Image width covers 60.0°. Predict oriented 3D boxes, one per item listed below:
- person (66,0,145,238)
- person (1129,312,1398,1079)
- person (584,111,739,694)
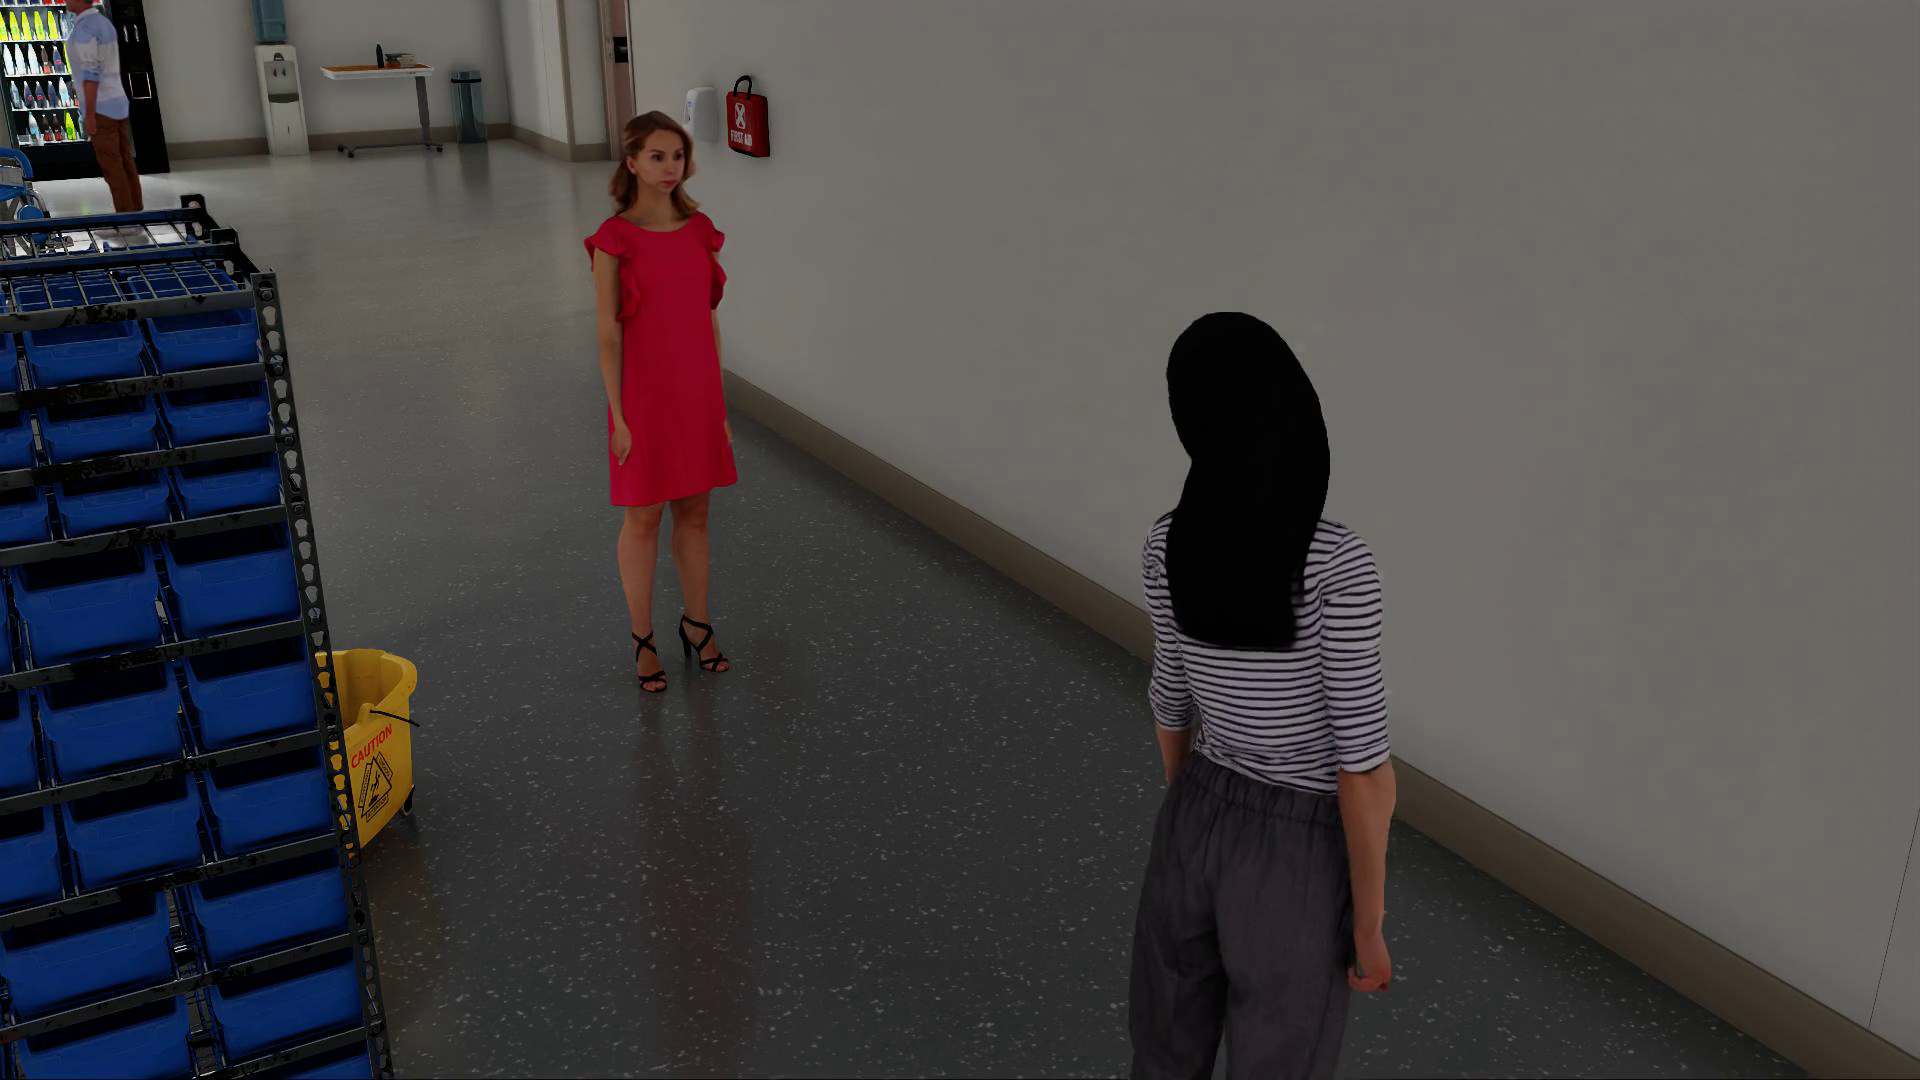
[{"bbox_3d":[-6.207,-3.151,12.067,0.710,1.827,0.755,-3,21,-9],"label":"person"},{"bbox_3d":[0.459,0.539,2.491,0.591,1.710,0.754,-9,23,-23],"label":"person"},{"bbox_3d":[-0.878,-0.400,4.942,0.512,1.729,0.654,-15,25,-35],"label":"person"}]
